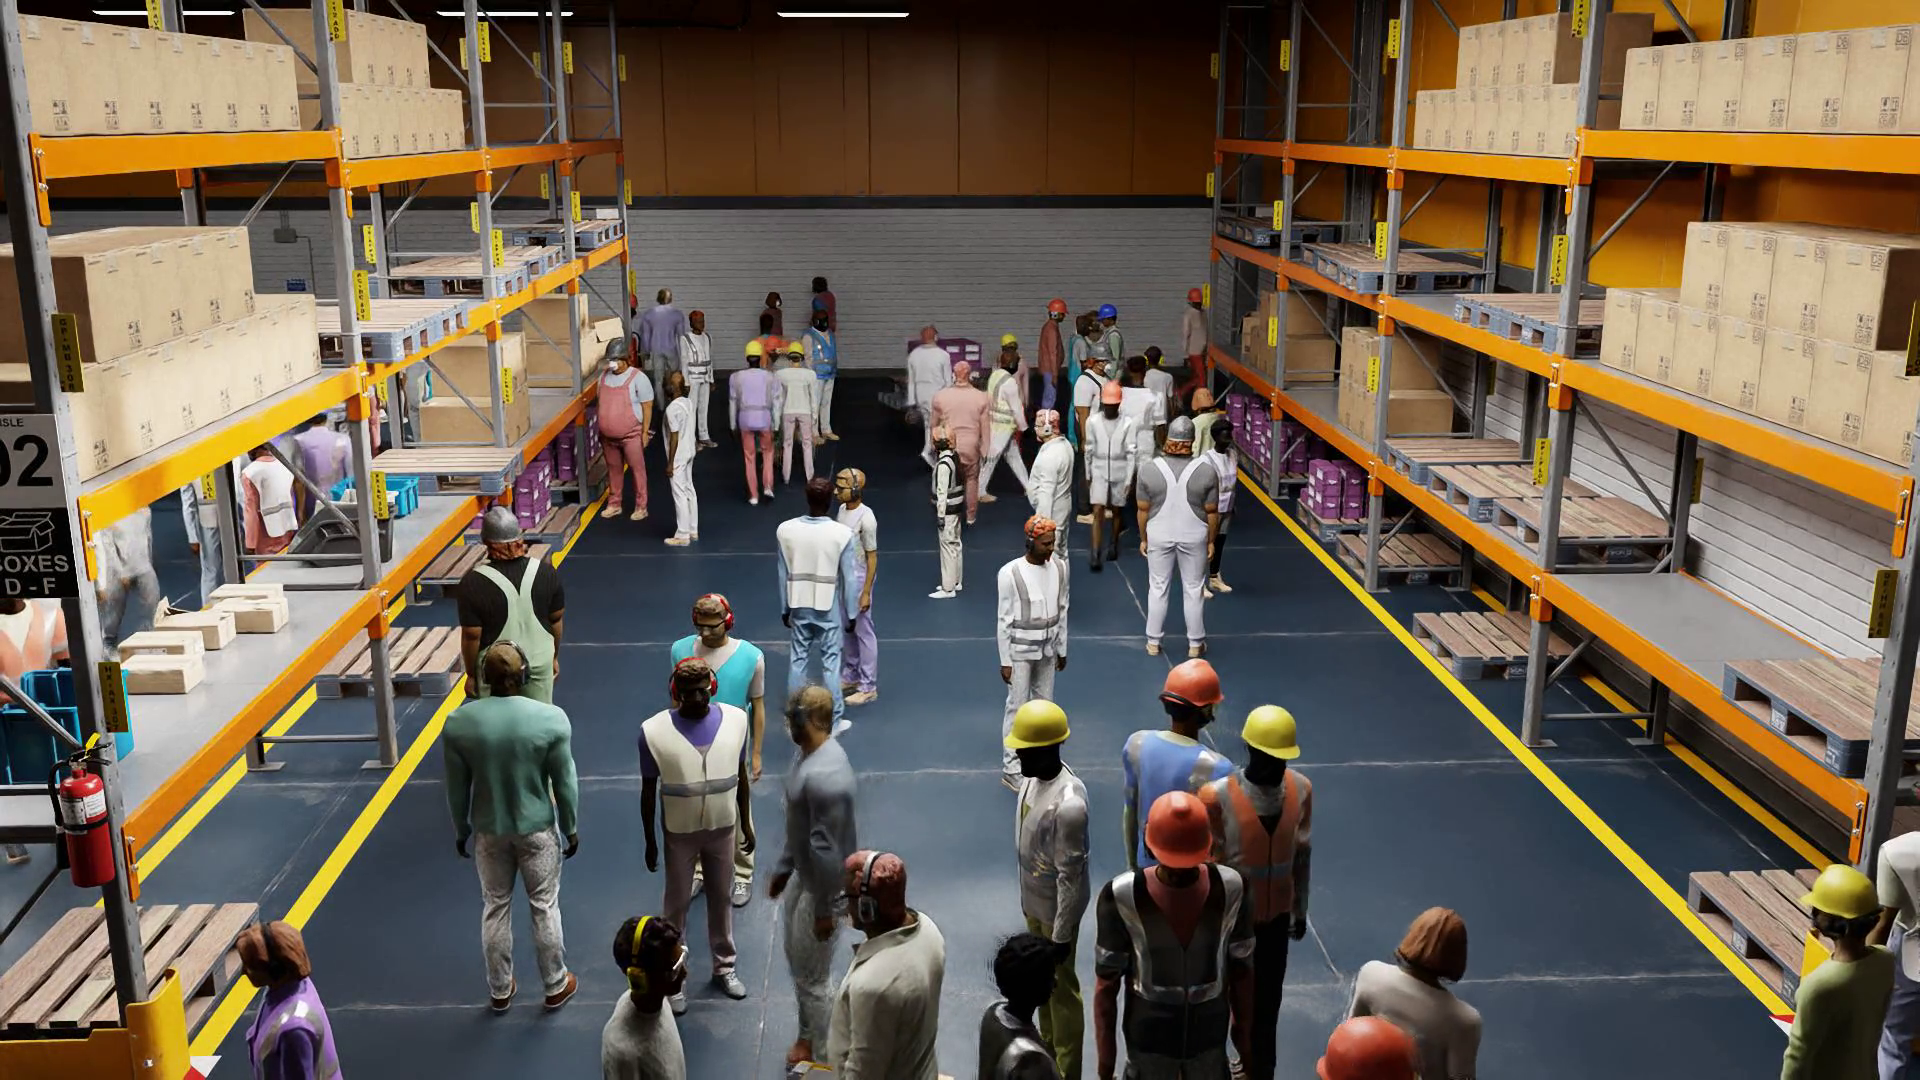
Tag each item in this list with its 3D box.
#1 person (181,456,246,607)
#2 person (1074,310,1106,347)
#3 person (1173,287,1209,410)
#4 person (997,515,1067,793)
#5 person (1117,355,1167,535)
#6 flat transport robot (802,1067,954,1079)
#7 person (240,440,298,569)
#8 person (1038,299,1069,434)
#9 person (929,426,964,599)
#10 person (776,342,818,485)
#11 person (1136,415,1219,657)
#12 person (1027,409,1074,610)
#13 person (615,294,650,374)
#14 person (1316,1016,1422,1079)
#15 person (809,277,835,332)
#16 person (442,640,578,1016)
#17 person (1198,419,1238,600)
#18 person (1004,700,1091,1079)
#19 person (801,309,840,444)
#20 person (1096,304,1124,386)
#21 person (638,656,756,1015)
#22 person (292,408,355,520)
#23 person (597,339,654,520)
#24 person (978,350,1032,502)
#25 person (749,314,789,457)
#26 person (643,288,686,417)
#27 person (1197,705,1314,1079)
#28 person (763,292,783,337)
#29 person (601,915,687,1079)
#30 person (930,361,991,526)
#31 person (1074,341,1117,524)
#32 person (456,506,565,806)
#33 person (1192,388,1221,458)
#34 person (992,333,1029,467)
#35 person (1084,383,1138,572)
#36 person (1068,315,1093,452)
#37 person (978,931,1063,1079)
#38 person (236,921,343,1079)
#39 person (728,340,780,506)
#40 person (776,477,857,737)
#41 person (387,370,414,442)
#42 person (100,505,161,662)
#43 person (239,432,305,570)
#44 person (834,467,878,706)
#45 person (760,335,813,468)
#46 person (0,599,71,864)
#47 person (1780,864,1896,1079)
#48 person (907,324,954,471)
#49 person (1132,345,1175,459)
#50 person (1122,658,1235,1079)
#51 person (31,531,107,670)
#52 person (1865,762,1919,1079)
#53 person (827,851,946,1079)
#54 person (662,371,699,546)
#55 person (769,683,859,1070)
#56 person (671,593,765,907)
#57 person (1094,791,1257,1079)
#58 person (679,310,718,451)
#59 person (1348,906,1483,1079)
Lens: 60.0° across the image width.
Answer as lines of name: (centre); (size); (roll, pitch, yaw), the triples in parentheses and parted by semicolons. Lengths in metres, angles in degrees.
person: (-6.431, -0.102, 14.389); (0.405, 1.909, 0.597); (8, 16, 28)
person: (1.850, -2.341, 23.356); (0.568, 1.815, 0.752); (-1, 14, -6)
person: (3.563, -2.826, 24.993); (0.776, 1.950, 0.637); (12, 18, 38)
person: (0.490, 0.748, 11.110); (0.582, 1.879, 0.357); (-11, 18, -37)
person: (1.901, -1.002, 17.833); (0.632, 1.953, 0.406); (6, 15, 21)
flat transport robot: (-0.573, 2.590, 7.081); (0.652, 0.197, 1.431); (5, 15, 19)
person: (-5.863, -0.047, 14.181); (0.410, 1.908, 0.598); (3, 15, 13)
person: (1.296, -2.353, 23.087); (0.417, 1.982, 0.623); (-1, 14, -3)
person: (-0.117, -0.262, 15.567); (0.313, 1.634, 0.514); (3, 15, 11)
person: (-1.993, -1.544, 20.351); (0.523, 1.759, 0.350); (1, 14, 2)
person: (1.814, -0.036, 13.861); (0.682, 2.000, 0.537); (3, 15, 11)
person: (0.799, -0.234, 14.930); (0.399, 1.899, 0.648); (4, 15, 17)
person: (-5.121, -2.986, 26.022); (0.559, 1.747, 0.331); (-3, 15, -12)
person: (1.155, 2.291, 4.847); (0.628, 1.977, 0.455); (-8, 17, -30)
person: (-2.300, -3.464, 27.747); (0.429, 1.833, 0.679); (4, 15, 16)
person: (-2.214, 1.436, 8.287); (0.635, 1.936, 0.353); (-1, 14, -3)
person: (2.406, -0.301, 15.580); (0.539, 1.698, 0.318); (-13, 19, -42)
person: (0.389, 1.636, 7.545); (0.397, 1.920, 0.587); (-4, 15, -15)
person: (-1.908, -2.267, 23.012); (0.429, 1.846, 0.626); (9, 17, 31)
person: (2.054, -2.273, 22.844); (0.397, 1.939, 0.602); (0, 14, 0)
person: (-1.321, 1.457, 8.386); (0.575, 1.843, 0.374); (-7, 16, -27)
person: (-5.919, -0.378, 15.463); (0.646, 1.915, 0.801); (-1, 14, -4)
person: (-3.779, -1.227, 18.535); (0.684, 2.000, 0.535); (6, 16, 23)
person: (0.589, -1.316, 19.403); (0.988, 1.775, 0.626); (-3, 15, -11)
person: (-2.584, -2.081, 22.225); (0.587, 1.870, 0.887); (-6, 16, -24)
person: (-4.455, -2.853, 25.187); (0.658, 1.908, 0.790); (-1, 14, -3)
person: (1.312, 1.633, 7.555); (0.600, 1.912, 0.560); (-5, 15, -19)
person: (-3.049, -3.261, 27.329); (0.286, 1.636, 0.500); (6, 16, 23)
person: (-1.036, 2.137, 5.670); (0.334, 1.873, 0.521); (1, 14, 2)
person: (0.005, -1.004, 18.012); (0.663, 1.867, 0.960); (0, 14, 0)
person: (1.542, -1.200, 18.430); (0.535, 2.000, 0.681); (7, 16, 26)
person: (-2.903, 0.772, 10.689); (0.682, 2.000, 0.537); (-11, 18, -36)
person: (2.590, -0.812, 17.716); (0.283, 1.633, 0.498); (11, 18, 38)
person: (0.651, -1.754, 21.189); (0.522, 1.747, 0.479); (-4, 15, -16)
person: (1.490, -0.637, 16.539); (0.543, 1.873, 0.990); (3, 15, 12)
person: (1.629, -2.113, 22.418); (0.343, 1.839, 0.506); (-4, 15, -14)
person: (0.219, 2.179, 5.860); (0.374, 1.689, 0.539); (-4, 15, -15)
person: (-2.420, 2.148, 6.106); (0.320, 1.631, 0.523); (-7, 16, -25)
person: (-2.394, -1.369, 19.359); (0.594, 1.911, 0.616); (-2, 14, -9)
person: (-1.037, 0.492, 12.067); (0.593, 1.909, 0.410); (4, 15, 14)
person: (-7.745, -2.271, 22.845); (0.421, 1.939, 0.608); (-9, 17, -31)
person: (-6.770, 0.221, 13.526); (0.854, 1.698, 0.472); (10, 18, 35)
person: (-6.289, -0.349, 15.089); (0.674, 2.000, 0.921); (-9, 17, -32)
person: (-0.818, 0.348, 12.740); (0.345, 1.847, 0.504); (-9, 17, -31)
person: (-2.251, -1.782, 21.345); (0.636, 1.725, 0.579); (-11, 18, -36)
person: (-5.609, 1.002, 9.994); (0.447, 1.942, 0.644); (13, 19, 41)
person: (3.235, 2.051, 6.228); (0.525, 1.762, 0.338); (-8, 17, -30)
person: (-0.372, -1.788, 21.061); (0.659, 1.881, 0.590); (10, 17, 34)
person: (2.220, -1.351, 19.442); (0.504, 1.836, 0.714); (-3, 15, -13)
person: (1.029, 1.533, 7.724); (0.611, 2.035, 0.406); (14, 20, 43)
person: (-6.802, 0.347, 12.592); (0.635, 1.932, 0.363); (-7, 16, -27)
person: (4.084, 1.815, 7.014); (0.562, 1.836, 0.386); (-1, 14, -3)
person: (-0.279, 2.028, 6.063); (0.401, 1.894, 0.653); (4, 15, 15)
person: (-2.953, -0.854, 17.462); (0.330, 1.844, 0.520); (4, 15, 14)
person: (-0.648, 1.617, 7.710); (0.393, 1.885, 0.726); (-3, 15, -11)
person: (-1.375, 1.180, 9.488); (0.564, 1.839, 0.390); (3, 15, 12)
person: (0.818, 1.893, 6.322); (0.618, 2.028, 0.409); (-1, 14, -5)
person: (-3.536, -2.160, 22.512); (0.355, 1.883, 0.576); (9, 17, 32)
person: (1.614, 2.137, 6.177); (0.543, 1.610, 0.505); (13, 19, 42)
